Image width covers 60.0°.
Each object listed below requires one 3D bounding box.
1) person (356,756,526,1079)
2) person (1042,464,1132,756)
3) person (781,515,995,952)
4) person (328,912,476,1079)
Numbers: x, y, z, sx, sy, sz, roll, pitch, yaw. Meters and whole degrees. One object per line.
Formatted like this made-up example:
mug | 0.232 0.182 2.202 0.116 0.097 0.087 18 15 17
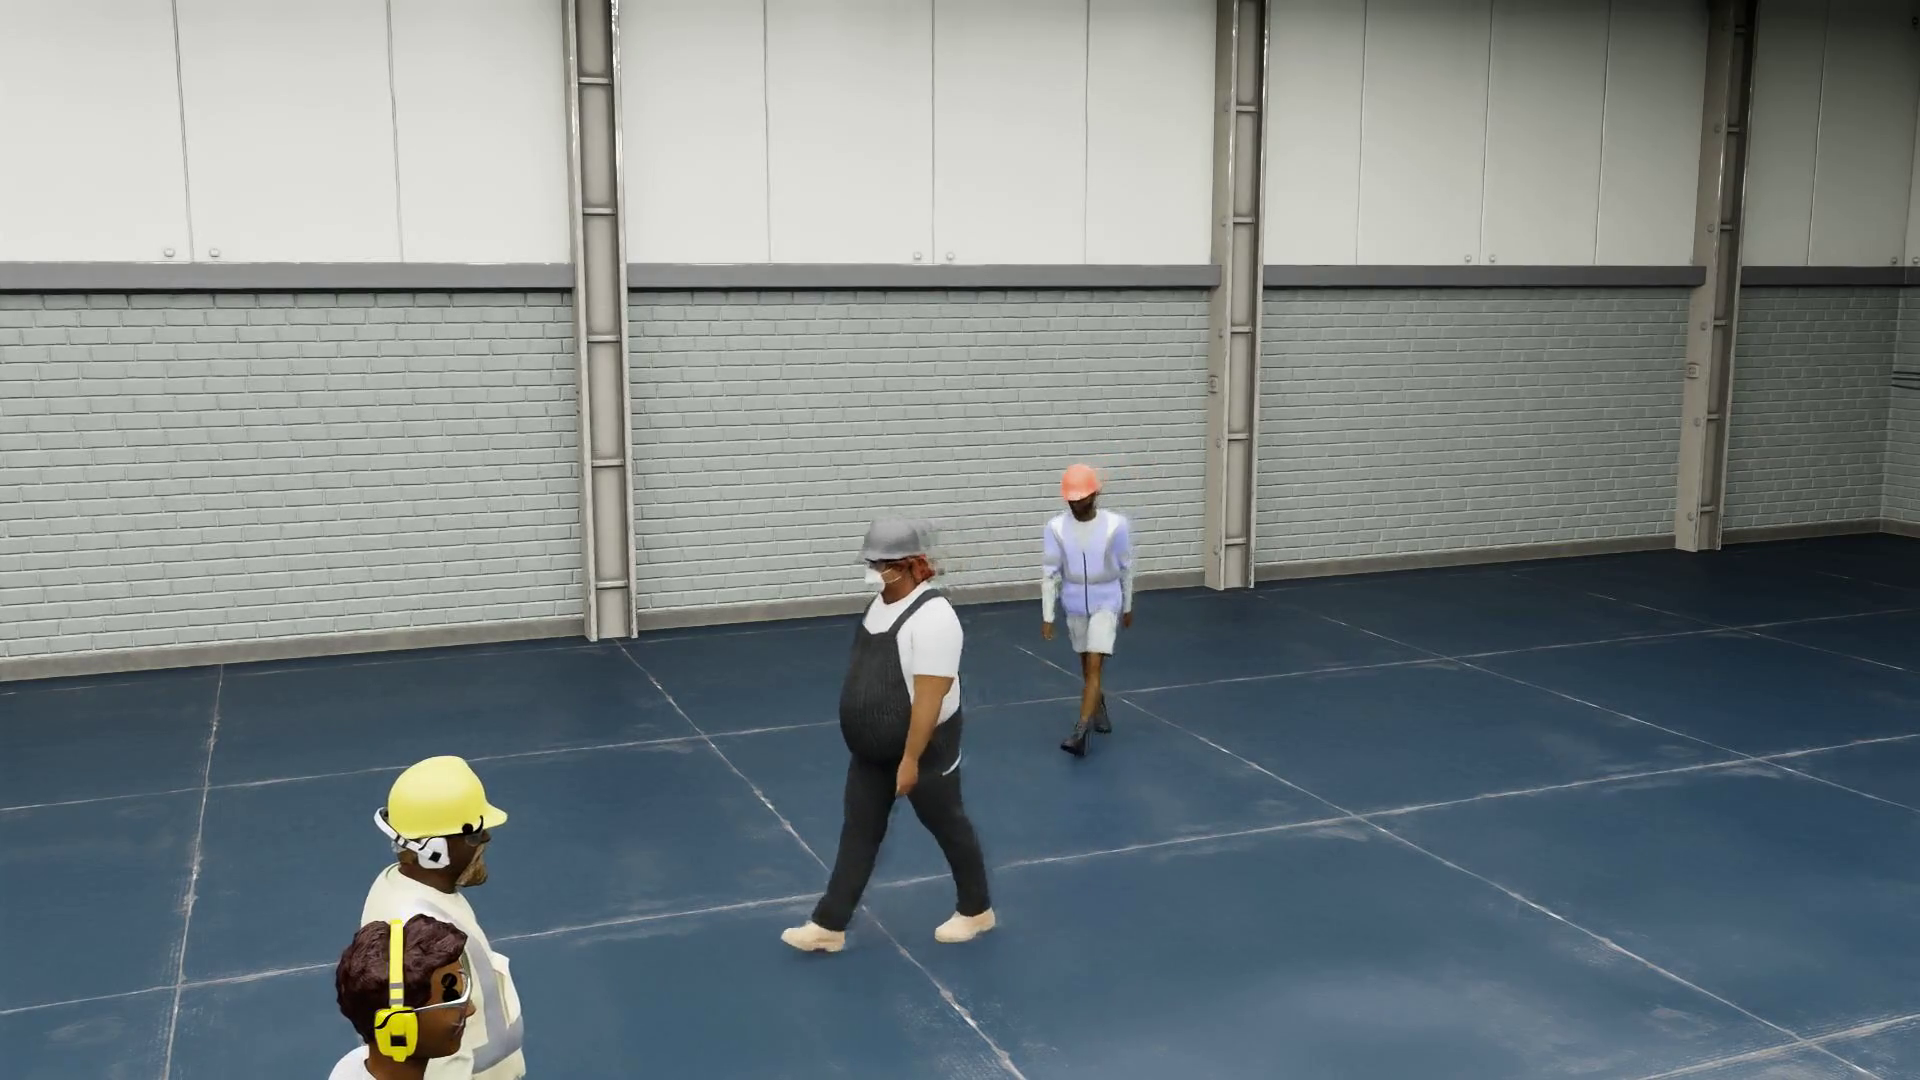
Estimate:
person | -1.322 1.448 4.277 0.403 1.832 0.594 -4 10 -25
person | 0.817 0.419 10.702 0.551 1.846 1.076 3 9 16
person | -0.274 0.845 7.414 1.013 2.000 0.691 -6 11 -33
person | -1.046 1.608 3.158 0.309 1.868 0.534 -5 10 -27
